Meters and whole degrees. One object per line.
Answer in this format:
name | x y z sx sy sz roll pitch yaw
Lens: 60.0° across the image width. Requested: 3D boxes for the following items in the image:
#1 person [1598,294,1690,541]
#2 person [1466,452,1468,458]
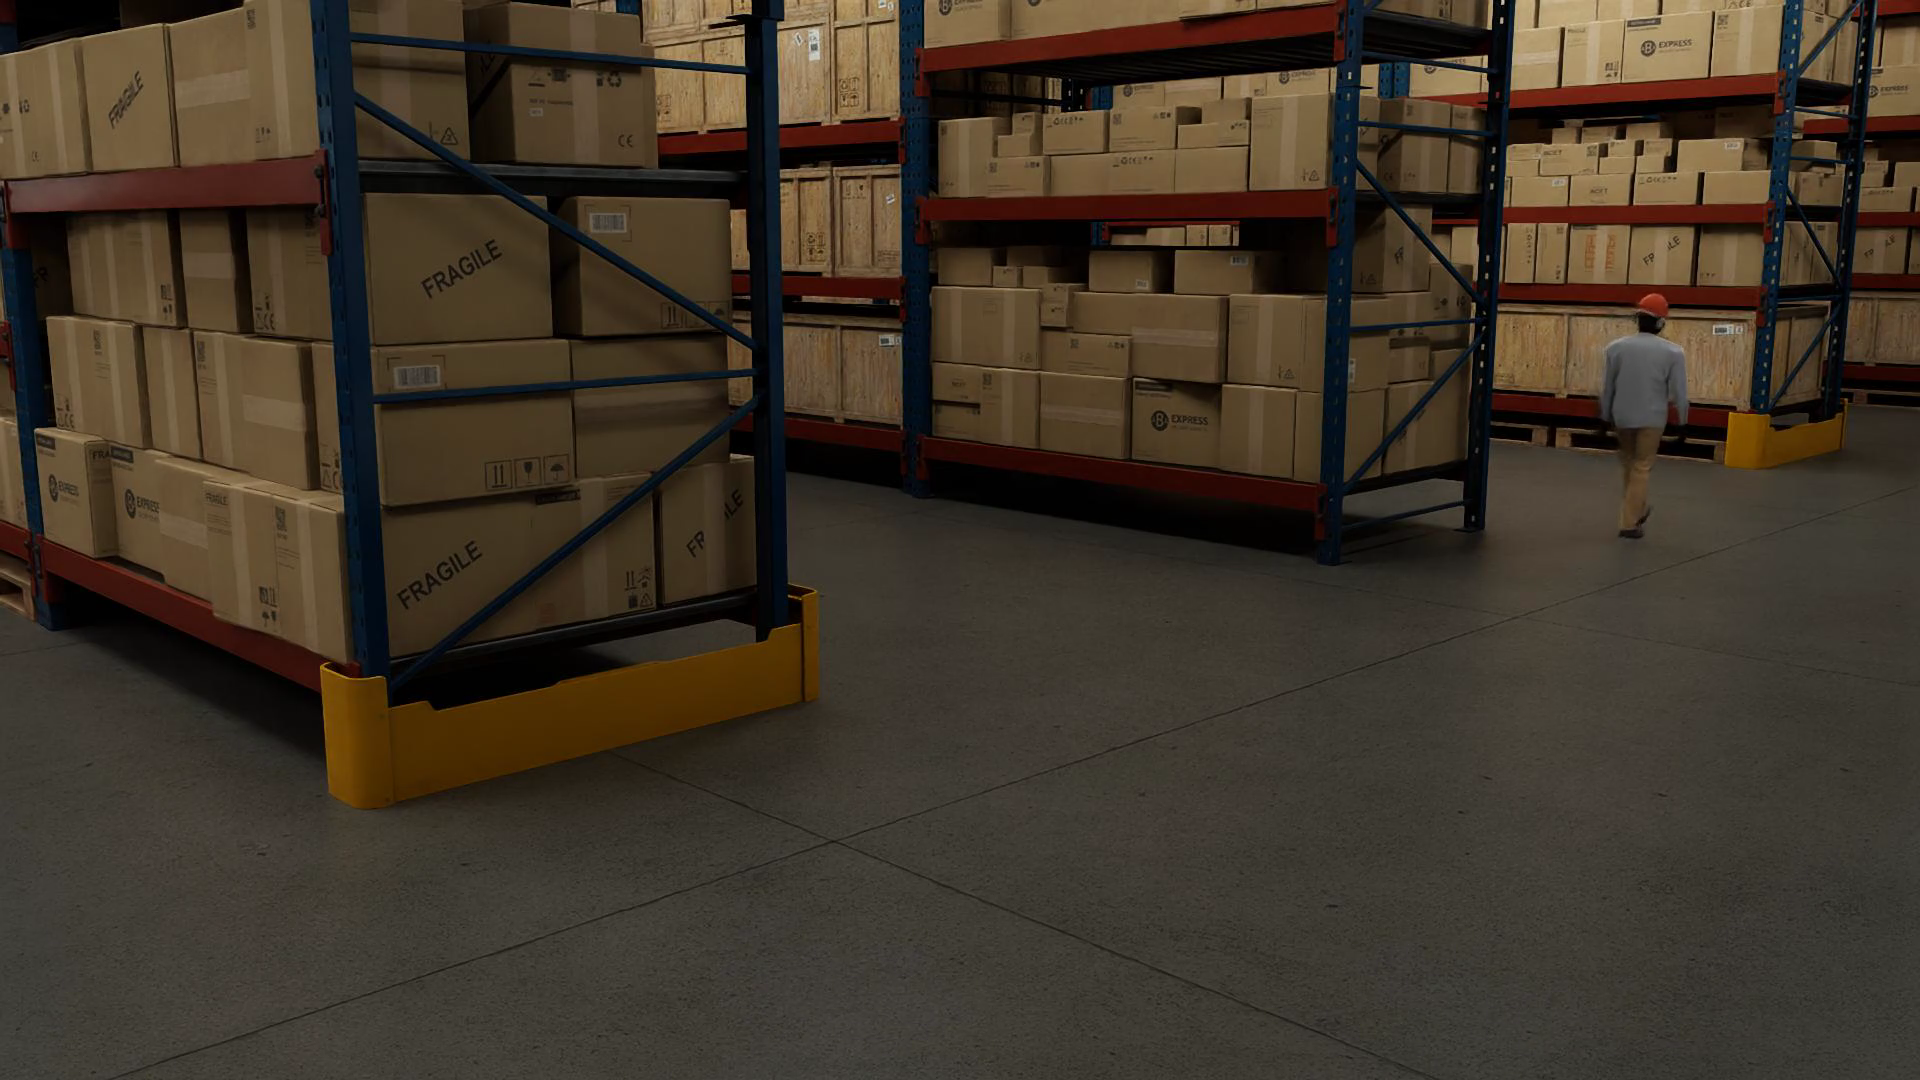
person | 4.893 -0.878 11.819 0.880 1.709 0.576 -10 14 -42
person | 4.334 -1.611 15.638 0.982 1.794 0.634 5 12 26
